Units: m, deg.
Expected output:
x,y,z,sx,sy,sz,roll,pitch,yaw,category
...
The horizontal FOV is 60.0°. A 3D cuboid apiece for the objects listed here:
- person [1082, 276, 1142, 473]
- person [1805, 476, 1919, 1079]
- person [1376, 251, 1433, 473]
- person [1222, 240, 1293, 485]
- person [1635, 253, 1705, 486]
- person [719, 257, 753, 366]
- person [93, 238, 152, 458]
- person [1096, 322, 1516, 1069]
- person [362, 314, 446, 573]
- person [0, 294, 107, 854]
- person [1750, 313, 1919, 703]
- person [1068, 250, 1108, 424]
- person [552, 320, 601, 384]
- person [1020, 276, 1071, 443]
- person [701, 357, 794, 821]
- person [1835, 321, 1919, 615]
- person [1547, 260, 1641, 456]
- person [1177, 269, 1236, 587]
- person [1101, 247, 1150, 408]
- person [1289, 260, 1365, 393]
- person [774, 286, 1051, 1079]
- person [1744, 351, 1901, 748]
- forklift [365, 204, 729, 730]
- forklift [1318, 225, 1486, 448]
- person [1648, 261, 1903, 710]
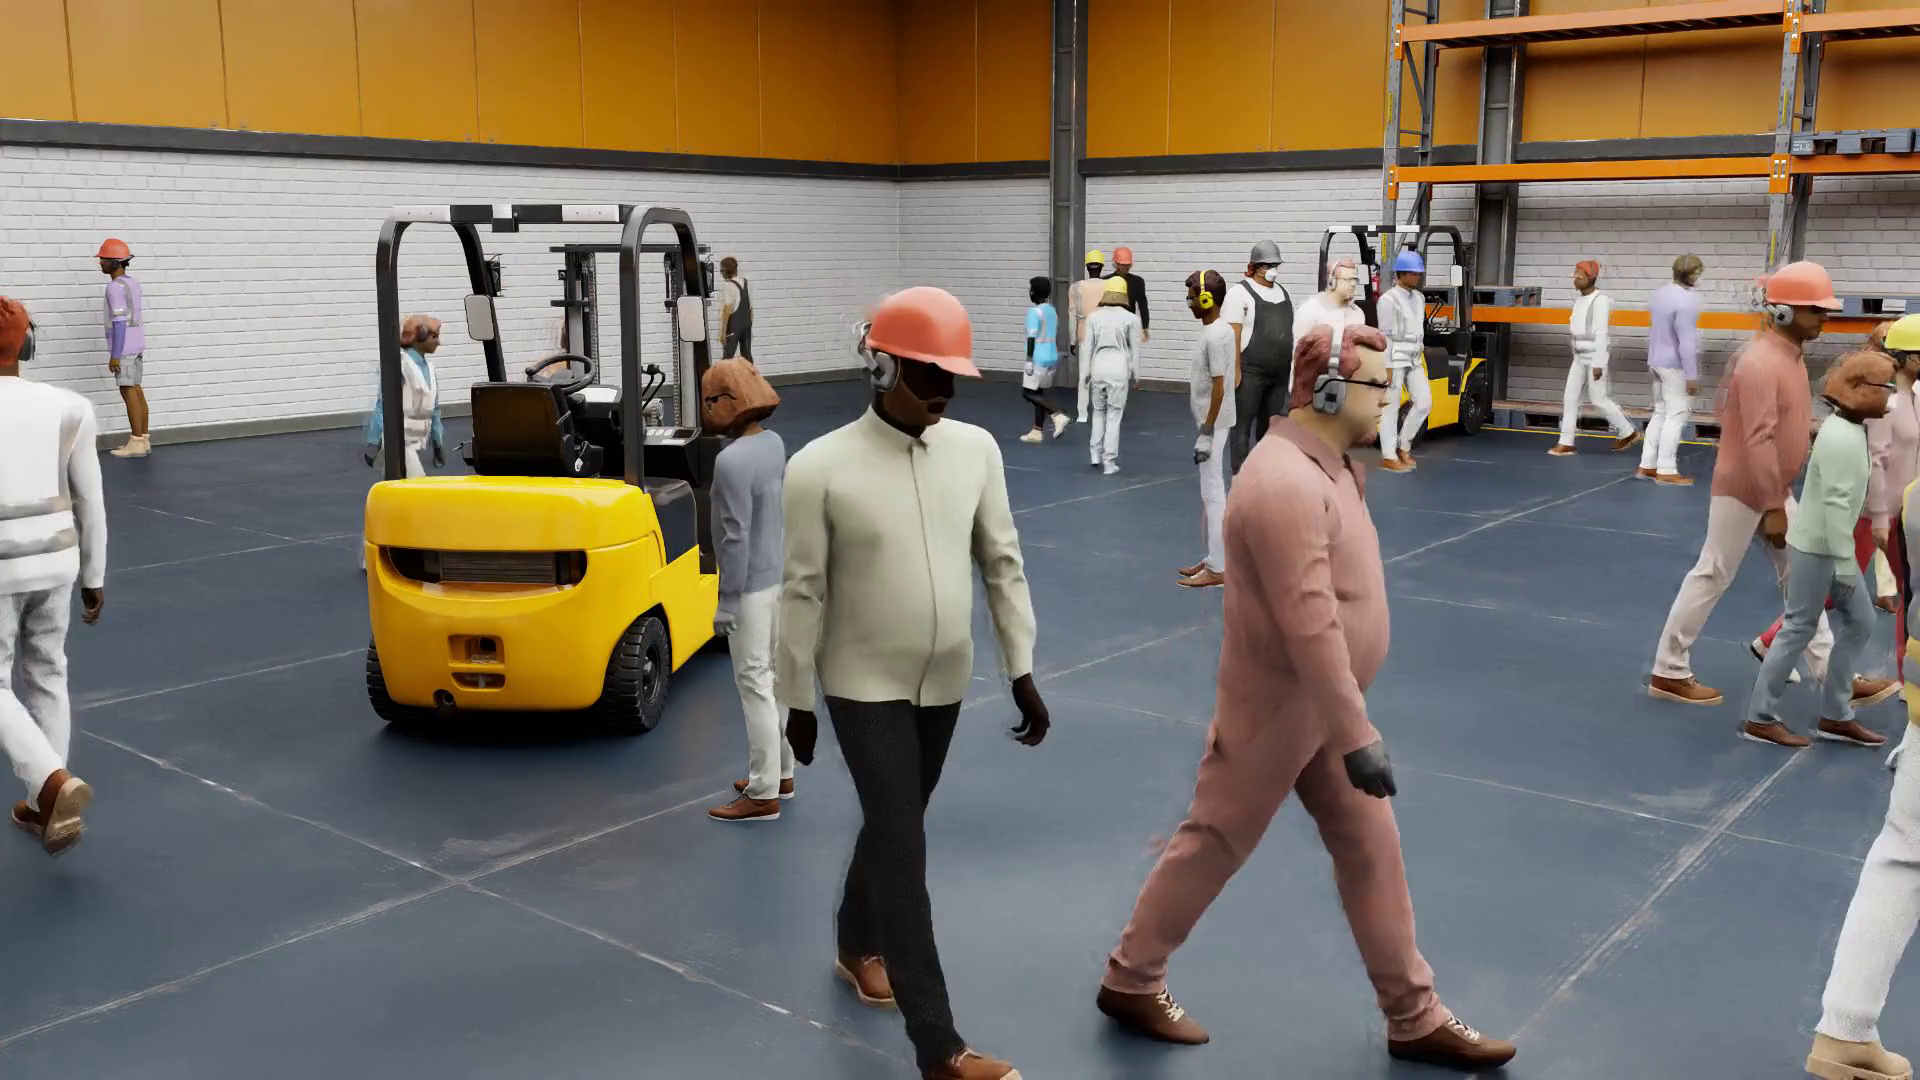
x,y,z,sx,sy,sz,roll,pitch,yaw,category
1.340,-1.455,14.671,0.493,1.716,0.583,5,11,24,person
2.478,0.445,3.943,0.988,1.796,0.632,-4,11,-19,person
3.876,-1.543,14.530,0.641,1.935,0.460,-8,13,-38,person
2.523,-1.452,13.742,0.684,2.000,0.538,-7,12,-33,person
5.924,-1.407,13.855,0.352,1.924,0.673,0,10,0,person
-2.825,-2.644,21.015,0.355,1.817,0.561,8,13,37,person
-7.873,-1.798,15.644,0.369,2.048,0.608,-2,10,-12,person
0.818,0.395,4.072,1.031,1.849,0.629,5,11,26,person
-3.273,-0.551,10.004,0.833,1.579,0.568,1,10,5,person
-3.073,0.127,5.466,0.683,1.867,0.580,8,13,38,person
4.010,-0.143,7.372,0.544,1.728,0.853,-8,13,-36,person
1.492,-2.244,18.458,0.586,1.923,0.371,1,10,6,person
-2.387,-0.585,10.164,0.793,1.602,0.524,-7,12,-32,person
0.848,-1.788,16.595,0.521,1.677,0.540,5,12,27,person
-0.747,0.175,5.859,0.287,1.633,0.498,2,10,13,person
5.080,-0.435,9.327,0.494,1.602,0.815,0,10,0,person
6.026,-1.708,15.704,0.824,1.856,0.583,-2,10,-11,person
1.456,-0.649,9.787,0.327,1.865,0.521,2,10,12,person
1.959,-2.535,19.999,0.619,1.949,0.830,-3,11,-17,person
2.687,-1.062,11.994,0.672,1.891,0.445,-7,12,-35,person
-0.110,0.351,4.099,0.594,1.922,1.027,-8,13,-36,person
3.483,0.057,6.585,0.626,1.601,0.529,7,12,32,person
-1.766,-0.406,7.525,1.214,2.155,2.313,1,10,7,forklift
4.449,-2.115,16.993,1.214,2.155,2.313,8,13,38,forklift
3.488,-0.195,7.062,1.011,1.936,0.654,9,14,41,person
